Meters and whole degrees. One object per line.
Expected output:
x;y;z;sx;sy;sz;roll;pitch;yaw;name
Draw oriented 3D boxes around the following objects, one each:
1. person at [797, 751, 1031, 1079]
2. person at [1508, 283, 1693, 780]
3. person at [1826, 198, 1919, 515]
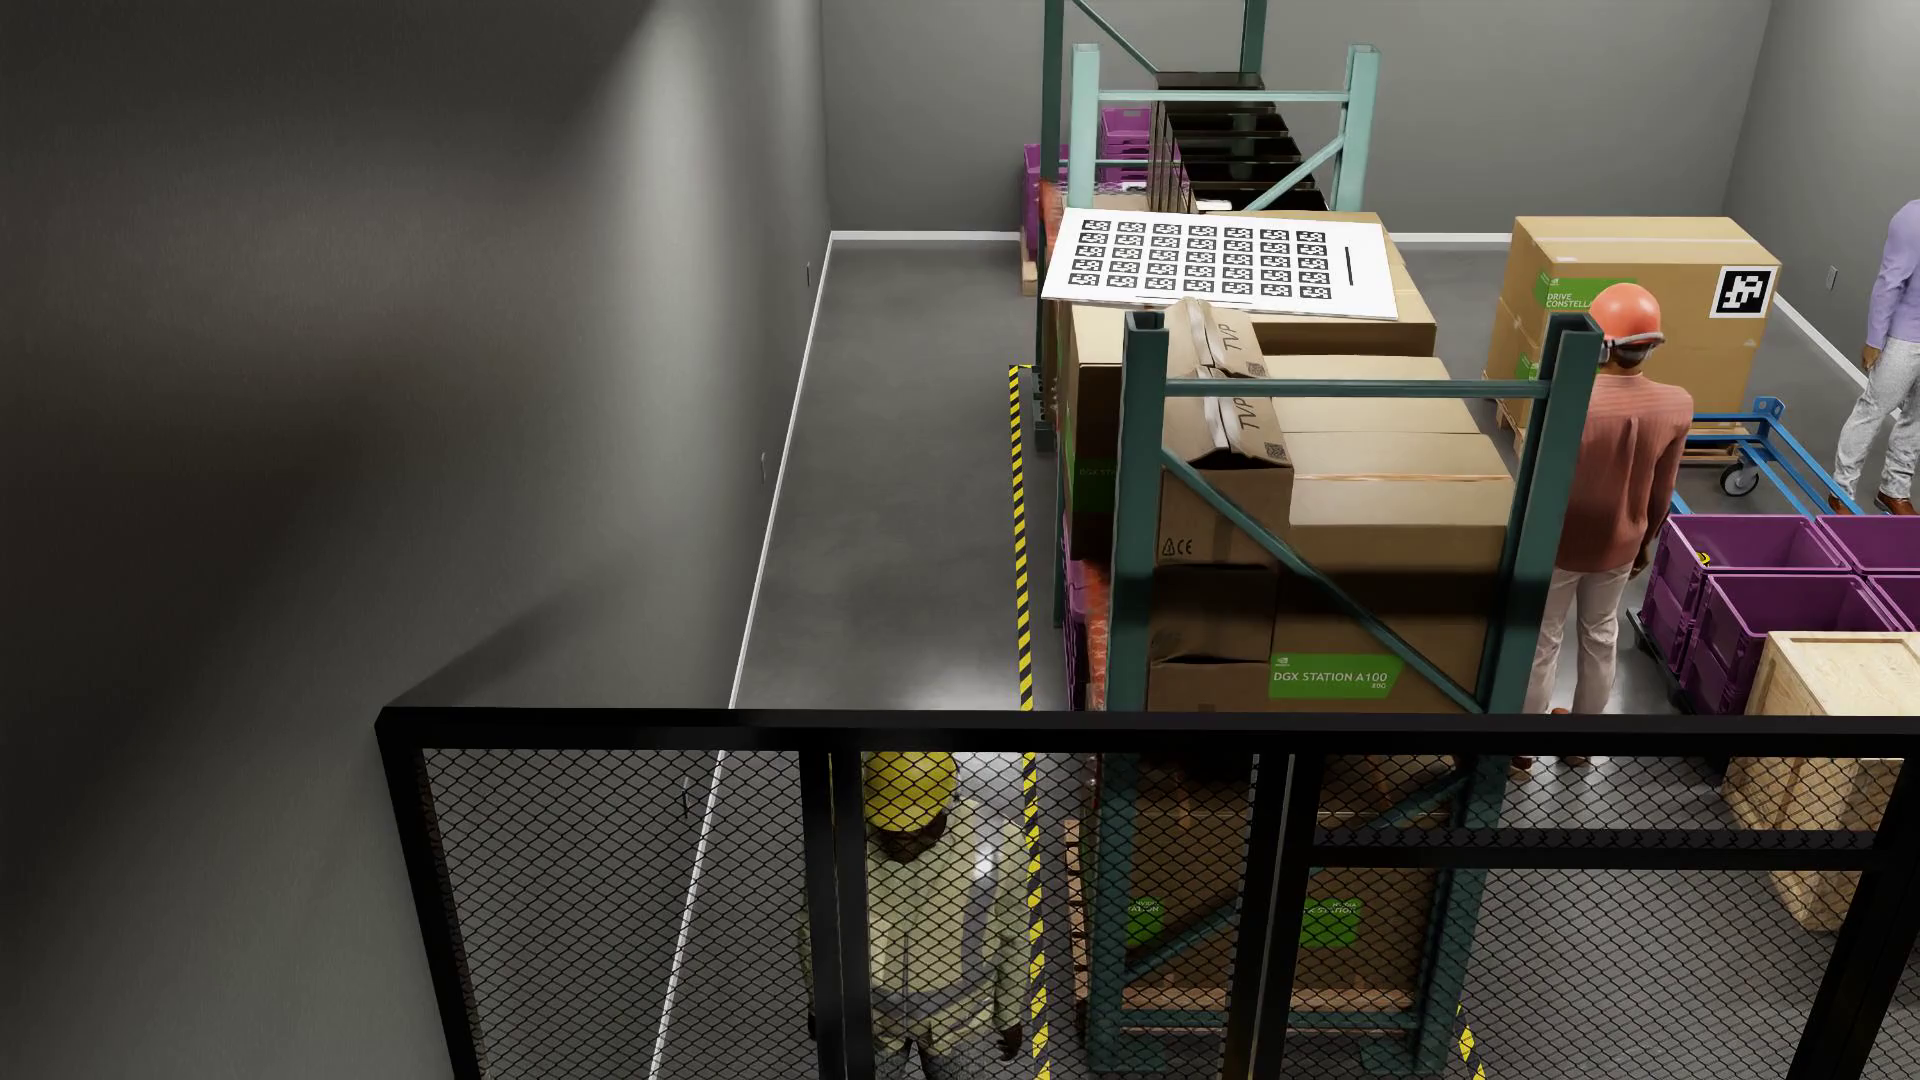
-0.121;1.199;4.328;0.600;1.827;0.404;3;31;4;person
2.299;-0.002;6.164;0.625;1.991;0.392;-7;32;-12;person
4.536;-0.944;7.783;0.627;1.940;0.372;-1;31;-1;person
